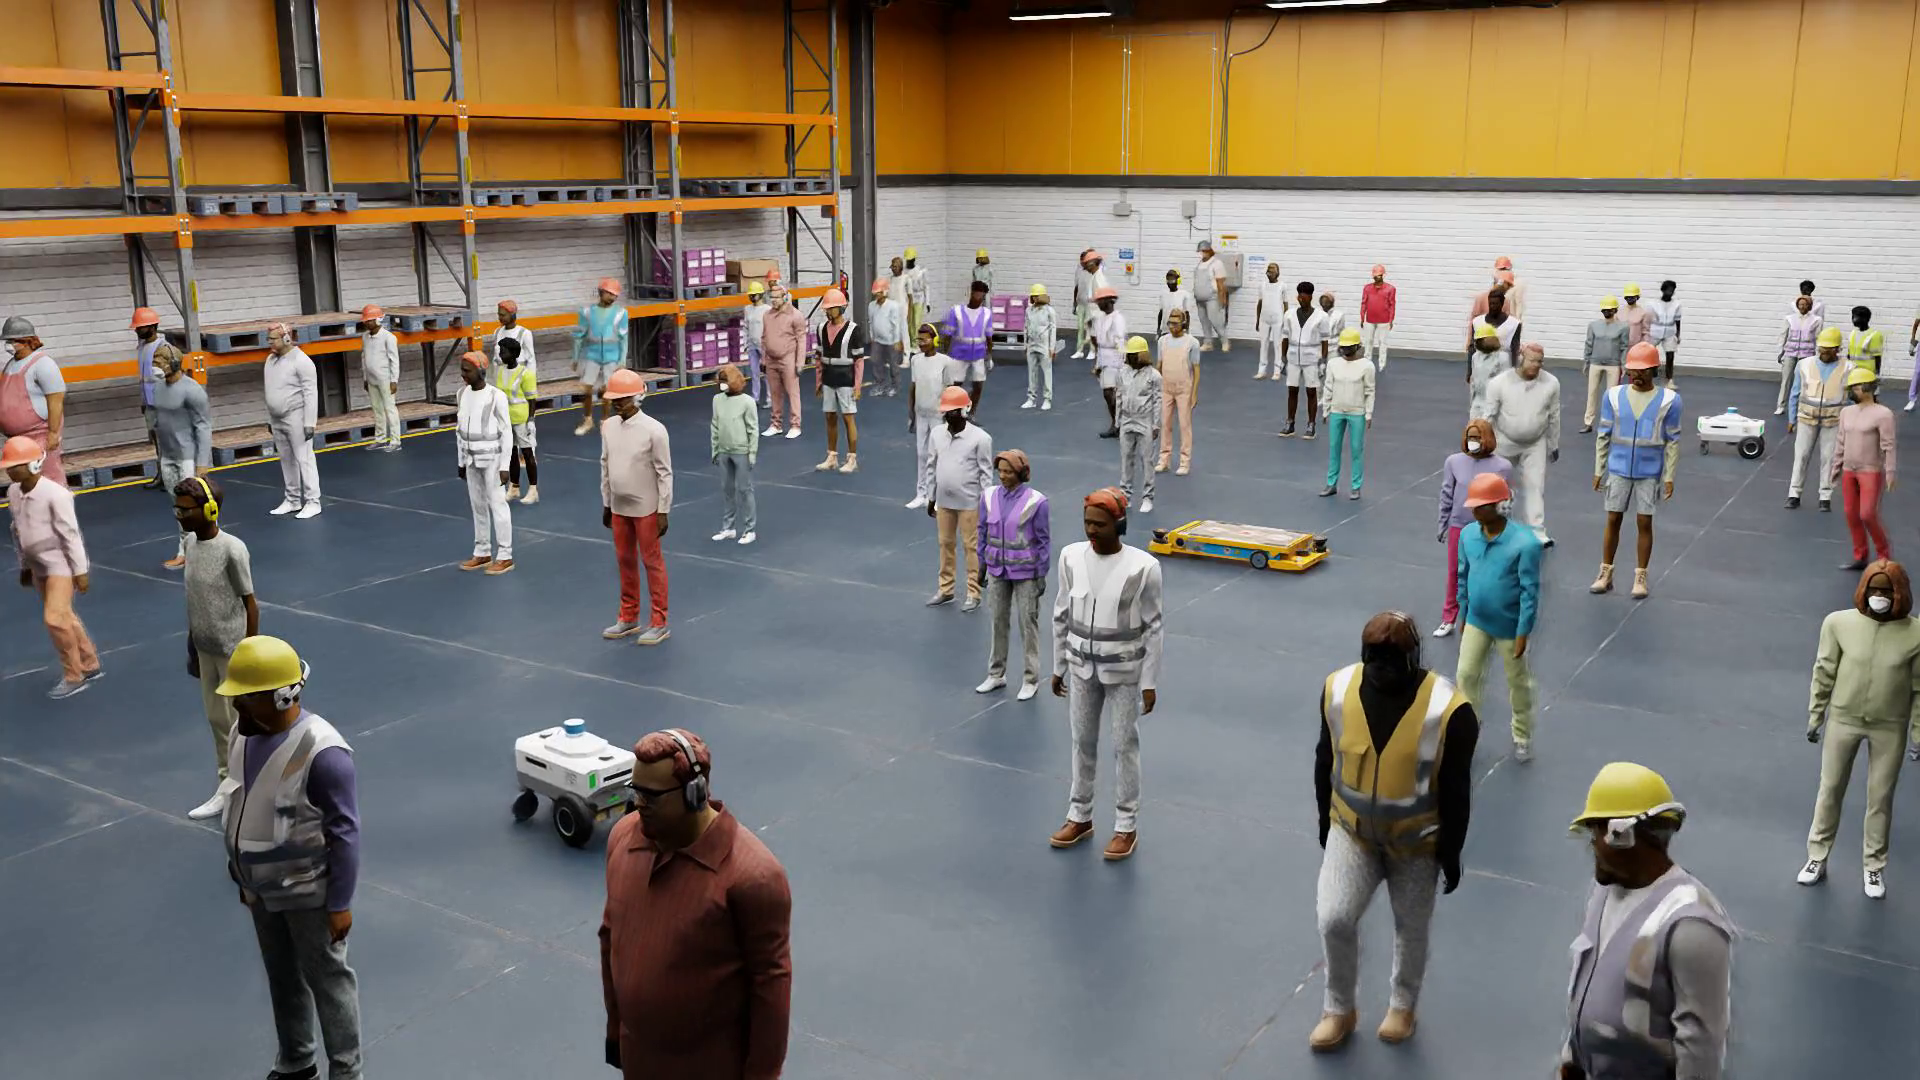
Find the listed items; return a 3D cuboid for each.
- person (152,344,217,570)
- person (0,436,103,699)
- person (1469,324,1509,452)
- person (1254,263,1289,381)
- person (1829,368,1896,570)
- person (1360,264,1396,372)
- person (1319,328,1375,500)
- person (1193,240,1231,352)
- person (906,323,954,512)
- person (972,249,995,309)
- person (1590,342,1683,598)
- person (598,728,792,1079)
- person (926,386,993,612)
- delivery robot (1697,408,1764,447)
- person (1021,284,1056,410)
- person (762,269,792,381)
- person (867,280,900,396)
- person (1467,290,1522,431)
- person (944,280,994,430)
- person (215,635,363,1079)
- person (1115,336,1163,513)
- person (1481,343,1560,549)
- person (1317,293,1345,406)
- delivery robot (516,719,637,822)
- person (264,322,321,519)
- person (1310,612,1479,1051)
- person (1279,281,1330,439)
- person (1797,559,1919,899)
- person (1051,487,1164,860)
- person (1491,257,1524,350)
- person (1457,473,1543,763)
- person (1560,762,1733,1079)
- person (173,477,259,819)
[{"bbox_3d":[-6.533,-0.682,13.986,0.635,1.937,0.353,8,15,31],"label":"person"},{"bbox_3d":[-5.919,0.161,10.838,0.573,1.720,0.593,8,15,30],"label":"person"},{"bbox_3d":[5.735,-1.486,18.003,0.599,1.706,0.500,-10,16,-38],"label":"person"},{"bbox_3d":[4.882,-3.416,26.050,0.517,1.843,0.326,8,15,31],"label":"person"},{"bbox_3d":[7.614,-0.567,13.986,0.367,1.723,0.614,-4,14,-17],"label":"person"},{"bbox_3d":[6.790,-3.611,27.099,0.573,1.749,0.342,8,15,31],"label":"person"},{"bbox_3d":[3.958,-1.290,17.008,0.533,1.765,0.329,8,15,31],"label":"person"},{"bbox_3d":[4.494,-4.406,29.918,0.671,2.000,0.725,-7,15,-28],"label":"person"},{"bbox_3d":[-0.292,-1.210,16.439,0.535,1.864,0.309,8,15,31],"label":"person"},{"bbox_3d":[0.424,-4.665,31.692,0.493,1.742,0.322,8,15,31],"label":"person"},{"bbox_3d":[5.342,-0.548,13.177,0.615,2.041,0.391,8,15,31],"label":"person"},{"bbox_3d":[-0.795,1.454,4.796,0.652,1.906,0.402,8,15,31],"label":"person"},{"bbox_3d":[-0.028,-0.319,12.817,0.573,1.749,0.342,8,15,31],"label":"person"},{"bbox_3d":[9.051,-1.311,19.544,0.707,0.478,0.477,6,14,23],"label":"delivery robot"},{"bbox_3d":[1.089,-2.681,23.087,0.493,1.742,0.322,8,15,31],"label":"person"},{"bbox_3d":[-2.873,-3.330,25.878,0.573,1.749,0.342,8,15,31],"label":"person"},{"bbox_3d":[-1.099,-2.939,24.270,0.567,1.712,0.584,7,15,29],"label":"person"},{"bbox_3d":[6.379,-2.038,19.917,0.597,1.916,0.371,8,15,31],"label":"person"},{"bbox_3d":[0.070,-2.355,21.266,0.729,1.933,0.391,-3,13,-14],"label":"person"},{"bbox_3d":[-2.406,1.221,5.968,0.601,1.830,0.403,8,15,31],"label":"person"},{"bbox_3d":[1.743,-1.139,16.400,0.493,1.742,0.322,8,15,31],"label":"person"},{"bbox_3d":[5.033,-0.852,14.947,0.732,1.840,1.008,1,13,6],"label":"person"},{"bbox_3d":[5.126,-2.652,23.281,0.522,1.608,0.562,8,15,30],"label":"person"},{"bbox_3d":[-2.014,1.181,8.734,0.707,0.478,0.477,11,17,40],"label":"delivery robot"},{"bbox_3d":[-6.507,-1.156,16.119,0.652,1.904,0.402,8,15,31],"label":"person"},{"bbox_3d":[1.658,1.132,6.429,0.633,1.805,0.622,7,15,29],"label":"person"},{"bbox_3d":[4.267,-2.234,20.660,0.614,1.962,0.366,8,15,31],"label":"person"},{"bbox_3d":[4.288,0.884,7.863,0.507,1.632,0.267,8,15,31],"label":"person"},{"bbox_3d":[0.720,0.659,8.289,0.585,1.882,0.337,8,15,31],"label":"person"},{"bbox_3d":[8.477,-3.405,25.813,0.686,1.958,0.630,-10,16,-38],"label":"person"},{"bbox_3d":[3.096,0.456,9.572,0.606,1.716,0.581,-10,16,-37],"label":"person"},{"bbox_3d":[1.929,1.536,4.735,0.425,1.782,0.667,-1,13,-6],"label":"person"},{"bbox_3d":[-3.849,0.583,8.654,0.535,1.868,0.309,8,15,31],"label":"person"}]
